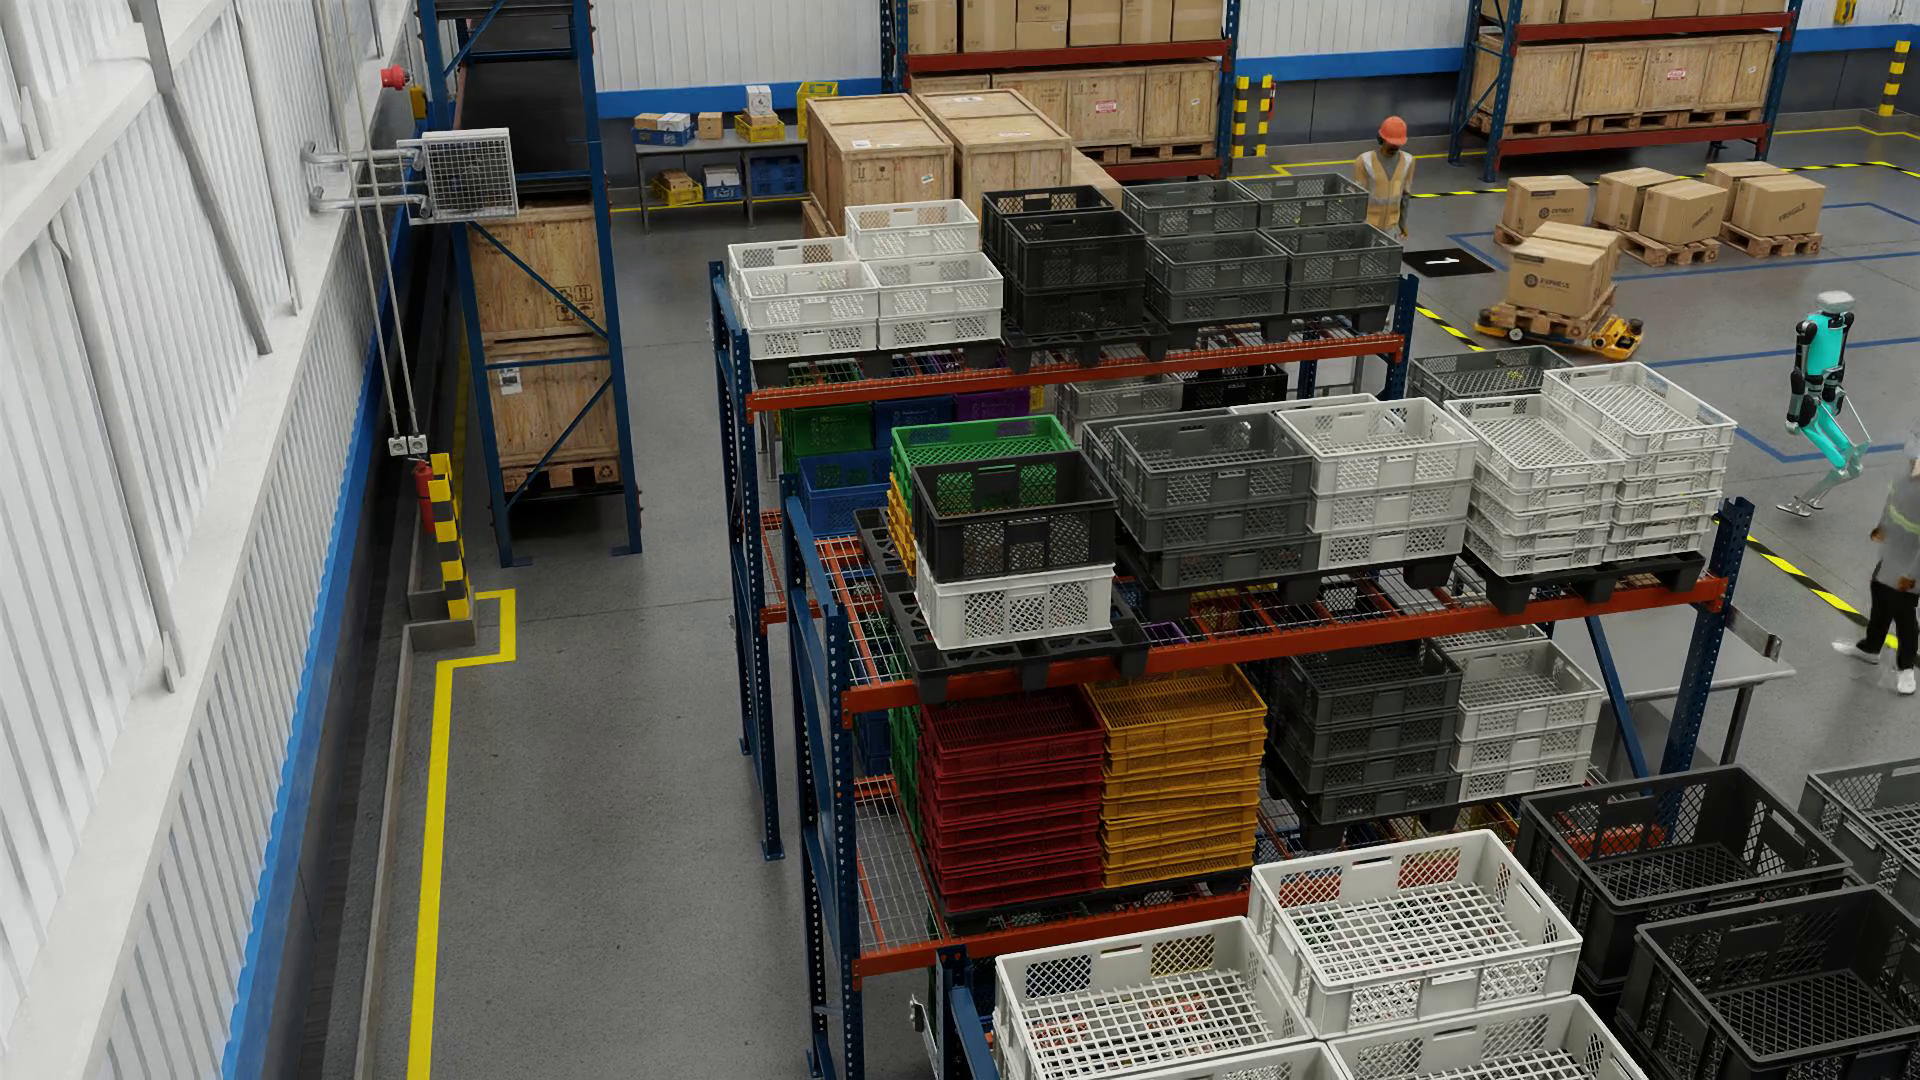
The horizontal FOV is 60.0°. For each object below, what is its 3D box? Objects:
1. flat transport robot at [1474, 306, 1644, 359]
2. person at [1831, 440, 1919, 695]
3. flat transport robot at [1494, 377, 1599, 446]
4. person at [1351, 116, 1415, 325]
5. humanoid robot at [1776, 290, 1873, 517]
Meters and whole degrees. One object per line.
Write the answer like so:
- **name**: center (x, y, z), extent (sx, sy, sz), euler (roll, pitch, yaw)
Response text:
- **flat transport robot**: center (5.730, -2.051, 15.908), extent (1.431, 0.197, 0.652), euler (16, 32, 28)
- **person**: center (5.864, 0.062, 10.284), extent (0.375, 1.812, 0.695), euler (1, 28, 2)
- **flat transport robot**: center (4.780, -1.036, 14.013), extent (0.659, 0.231, 1.431), euler (-6, 28, -12)
- **person**: center (4.017, -3.043, 15.924), extent (0.605, 2.039, 0.385), euler (-5, 28, -9)
- **humanoid robot**: center (6.380, -0.937, 12.106), extent (0.533, 1.677, 0.735), euler (-15, 31, -26)
